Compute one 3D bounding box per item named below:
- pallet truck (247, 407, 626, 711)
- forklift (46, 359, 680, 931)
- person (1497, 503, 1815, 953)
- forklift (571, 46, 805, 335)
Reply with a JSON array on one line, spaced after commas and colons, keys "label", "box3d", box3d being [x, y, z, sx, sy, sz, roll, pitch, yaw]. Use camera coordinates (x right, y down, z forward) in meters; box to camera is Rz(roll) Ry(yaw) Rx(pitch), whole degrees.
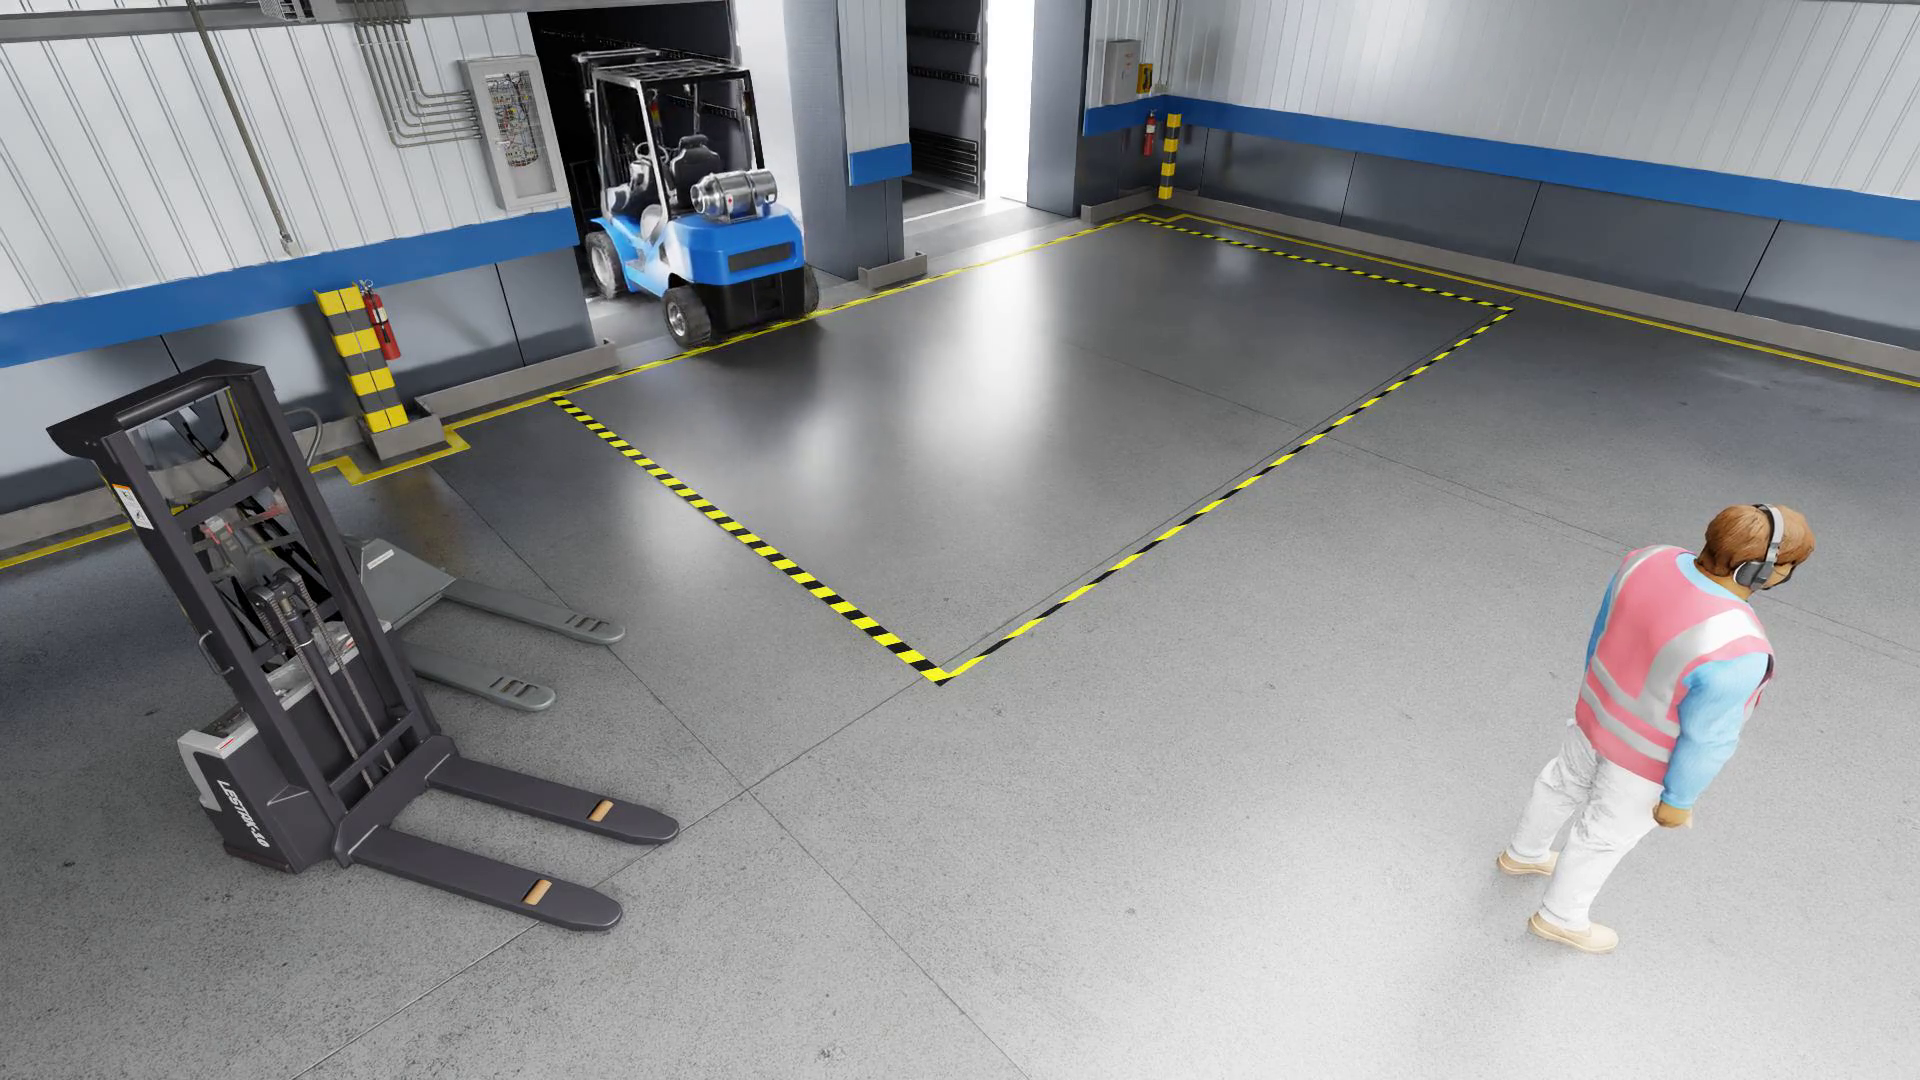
[{"label": "pallet truck", "box3d": [-2.628, 0.038, 4.590, 1.601, 1.201, 0.680, 12, 36, 18]}, {"label": "forklift", "box3d": [-2.135, 0.422, 3.354, 1.885, 1.965, 0.823, 10, 35, 14]}, {"label": "person", "box3d": [2.326, 0.670, 3.126, 0.429, 1.843, 0.630, 3, 34, 4]}, {"label": "forklift", "box3d": [-2.568, -3.305, 8.489, 1.157, 2.036, 2.680, -26, 42, -33]}]
